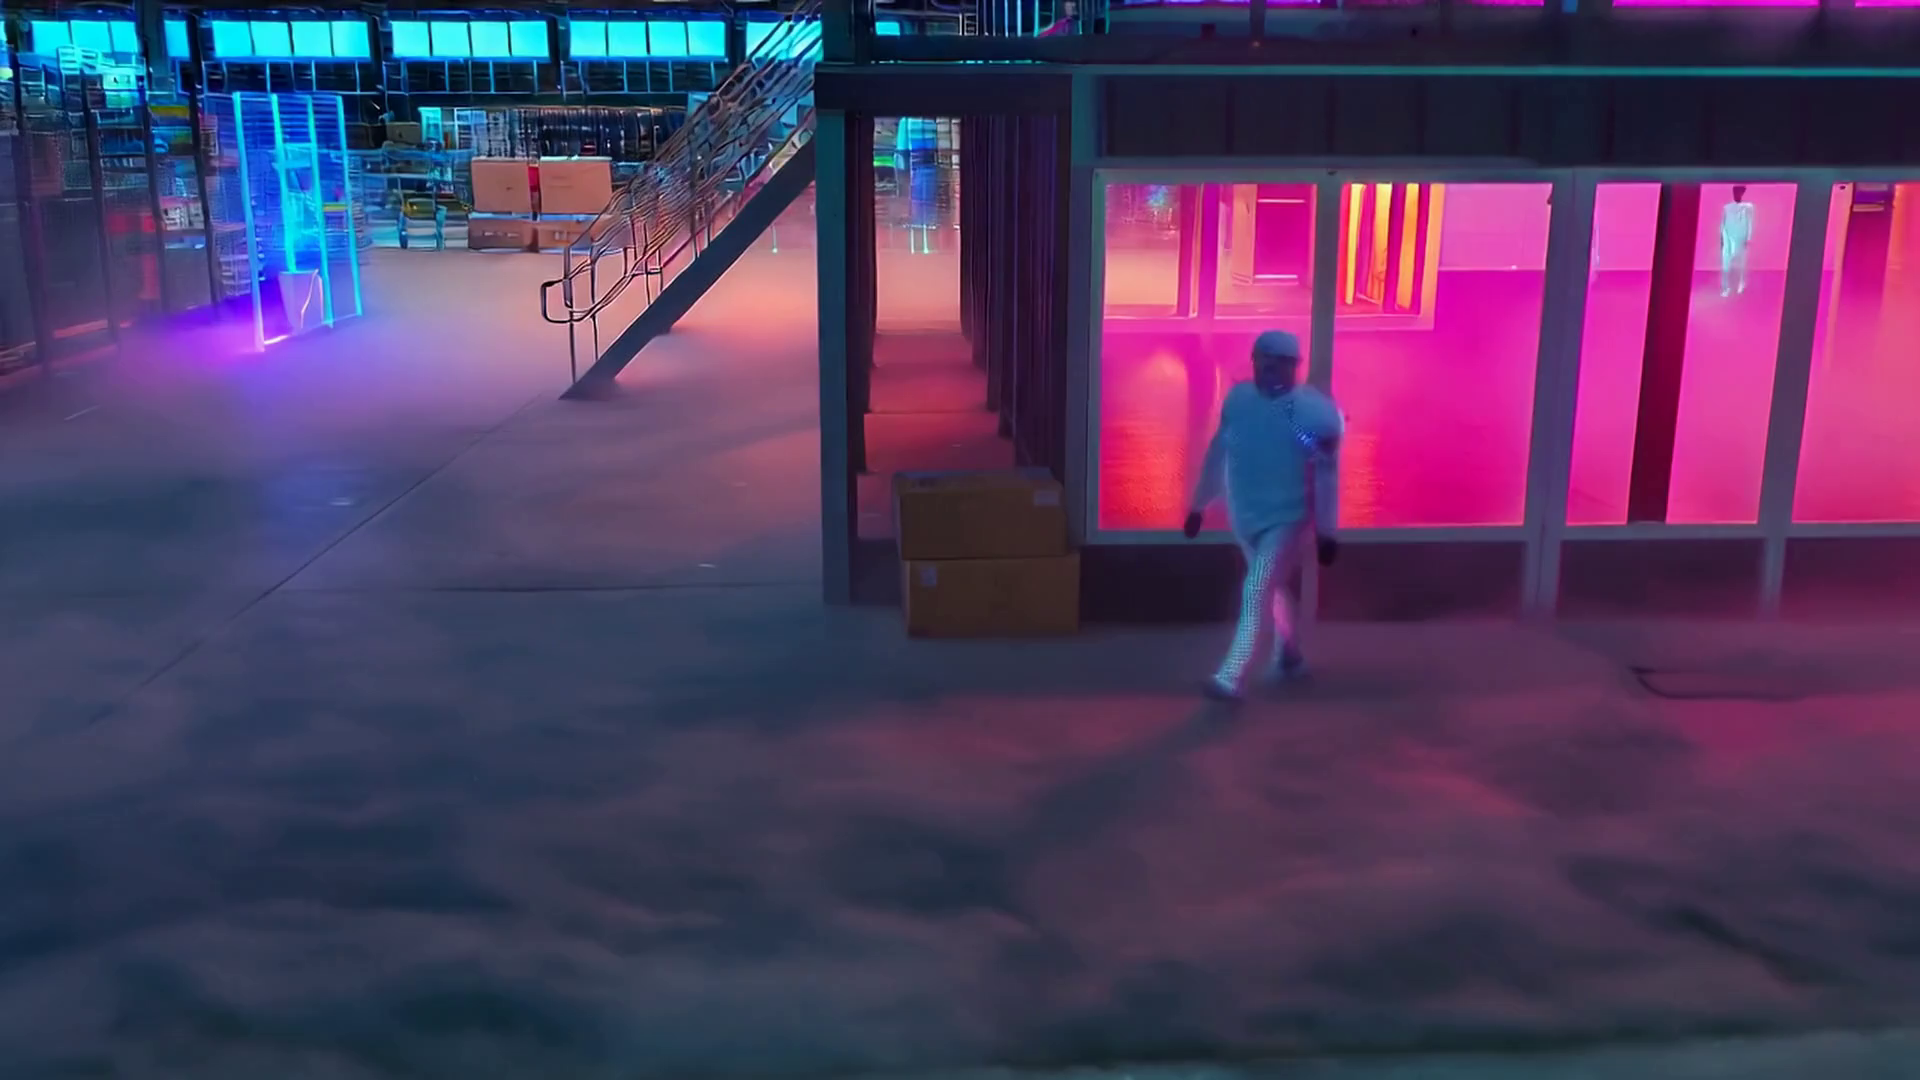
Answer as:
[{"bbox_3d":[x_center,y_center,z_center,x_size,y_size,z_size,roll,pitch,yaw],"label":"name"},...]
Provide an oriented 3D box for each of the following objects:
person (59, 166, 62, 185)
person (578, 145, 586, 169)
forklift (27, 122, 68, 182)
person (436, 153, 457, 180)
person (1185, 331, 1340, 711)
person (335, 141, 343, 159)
[{"bbox_3d":[-31.218,-12.390,57.413,0.280,1.618,0.493,7,16,26],"label":"person"},{"bbox_3d":[-18.207,-18.221,80.385,0.854,1.790,0.602,8,16,29],"label":"person"},{"bbox_3d":[-35.376,-14.773,64.377,1.129,2.768,1.873,-1,14,-2],"label":"forklift"},{"bbox_3d":[-13.443,-9.137,43.681,1.071,1.976,0.619,13,19,42],"label":"person"},{"bbox_3d":[1.391,-0.091,7.896,0.963,1.789,0.636,-10,17,-34],"label":"person"},{"bbox_3d":[-29.941,-18.364,80.653,0.627,1.927,0.653,9,17,32],"label":"person"}]
